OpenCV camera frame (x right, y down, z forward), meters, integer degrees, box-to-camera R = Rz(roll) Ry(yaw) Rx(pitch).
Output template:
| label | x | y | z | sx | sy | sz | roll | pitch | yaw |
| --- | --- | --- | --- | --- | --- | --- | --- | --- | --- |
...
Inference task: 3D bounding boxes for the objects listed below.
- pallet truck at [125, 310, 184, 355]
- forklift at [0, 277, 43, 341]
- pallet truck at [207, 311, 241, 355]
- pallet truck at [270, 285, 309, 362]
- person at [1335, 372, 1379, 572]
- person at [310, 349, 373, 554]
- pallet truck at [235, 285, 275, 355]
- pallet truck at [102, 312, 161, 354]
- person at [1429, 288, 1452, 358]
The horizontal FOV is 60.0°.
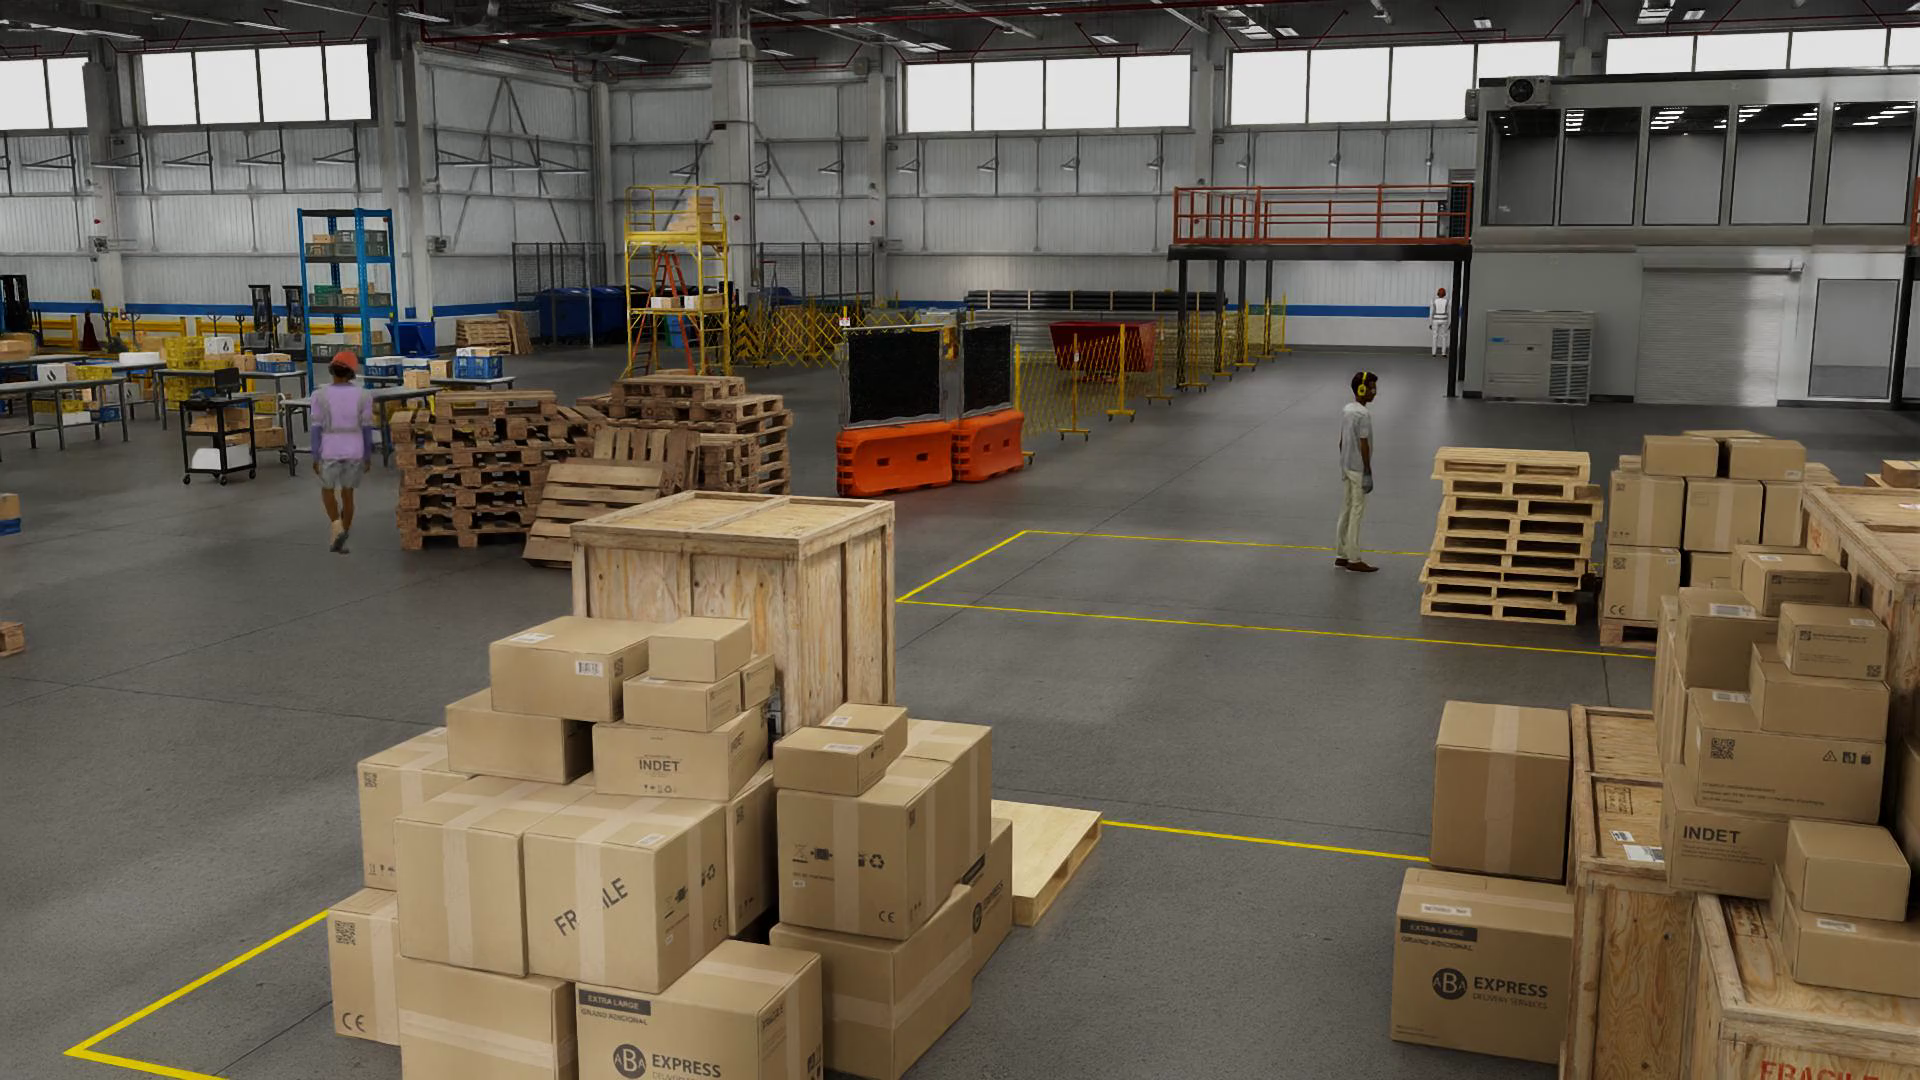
| label | x | y | z | sx | sy | sz | roll | pitch | yaw |
| --- | --- | --- | --- | --- | --- | --- | --- | --- | --- |
| pallet truck | -22.038 | -5.665 | 45.457 | 0.704 | 1.261 | 1.522 | 3 | 11 | 17 |
| forklift | -27.151 | -6.329 | 46.328 | 1.157 | 1.987 | 2.680 | 3 | 11 | 17 |
| pallet truck | -19.537 | -5.575 | 44.913 | 0.653 | 1.274 | 1.630 | 3 | 11 | 19 |
| pallet truck | -17.147 | -5.700 | 43.663 | 0.823 | 1.965 | 1.885 | 3 | 11 | 17 |
| person | 3.711 | -0.634 | 15.510 | 0.329 | 1.865 | 0.518 | -2 | 10 | -11 |
| person | -6.064 | -0.862 | 16.362 | 0.616 | 2.011 | 0.466 | -6 | 12 | -31 |
| pallet truck | -18.327 | -5.835 | 44.421 | 0.823 | 1.965 | 1.885 | 4 | 11 | 23 |
| pallet truck | -23.057 | -5.777 | 46.261 | 0.680 | 1.201 | 1.601 | 3 | 11 | 19 |
| person | 12.906 | -5.823 | 44.679 | 0.576 | 1.883 | 0.354 | 3 | 11 | 18 |
